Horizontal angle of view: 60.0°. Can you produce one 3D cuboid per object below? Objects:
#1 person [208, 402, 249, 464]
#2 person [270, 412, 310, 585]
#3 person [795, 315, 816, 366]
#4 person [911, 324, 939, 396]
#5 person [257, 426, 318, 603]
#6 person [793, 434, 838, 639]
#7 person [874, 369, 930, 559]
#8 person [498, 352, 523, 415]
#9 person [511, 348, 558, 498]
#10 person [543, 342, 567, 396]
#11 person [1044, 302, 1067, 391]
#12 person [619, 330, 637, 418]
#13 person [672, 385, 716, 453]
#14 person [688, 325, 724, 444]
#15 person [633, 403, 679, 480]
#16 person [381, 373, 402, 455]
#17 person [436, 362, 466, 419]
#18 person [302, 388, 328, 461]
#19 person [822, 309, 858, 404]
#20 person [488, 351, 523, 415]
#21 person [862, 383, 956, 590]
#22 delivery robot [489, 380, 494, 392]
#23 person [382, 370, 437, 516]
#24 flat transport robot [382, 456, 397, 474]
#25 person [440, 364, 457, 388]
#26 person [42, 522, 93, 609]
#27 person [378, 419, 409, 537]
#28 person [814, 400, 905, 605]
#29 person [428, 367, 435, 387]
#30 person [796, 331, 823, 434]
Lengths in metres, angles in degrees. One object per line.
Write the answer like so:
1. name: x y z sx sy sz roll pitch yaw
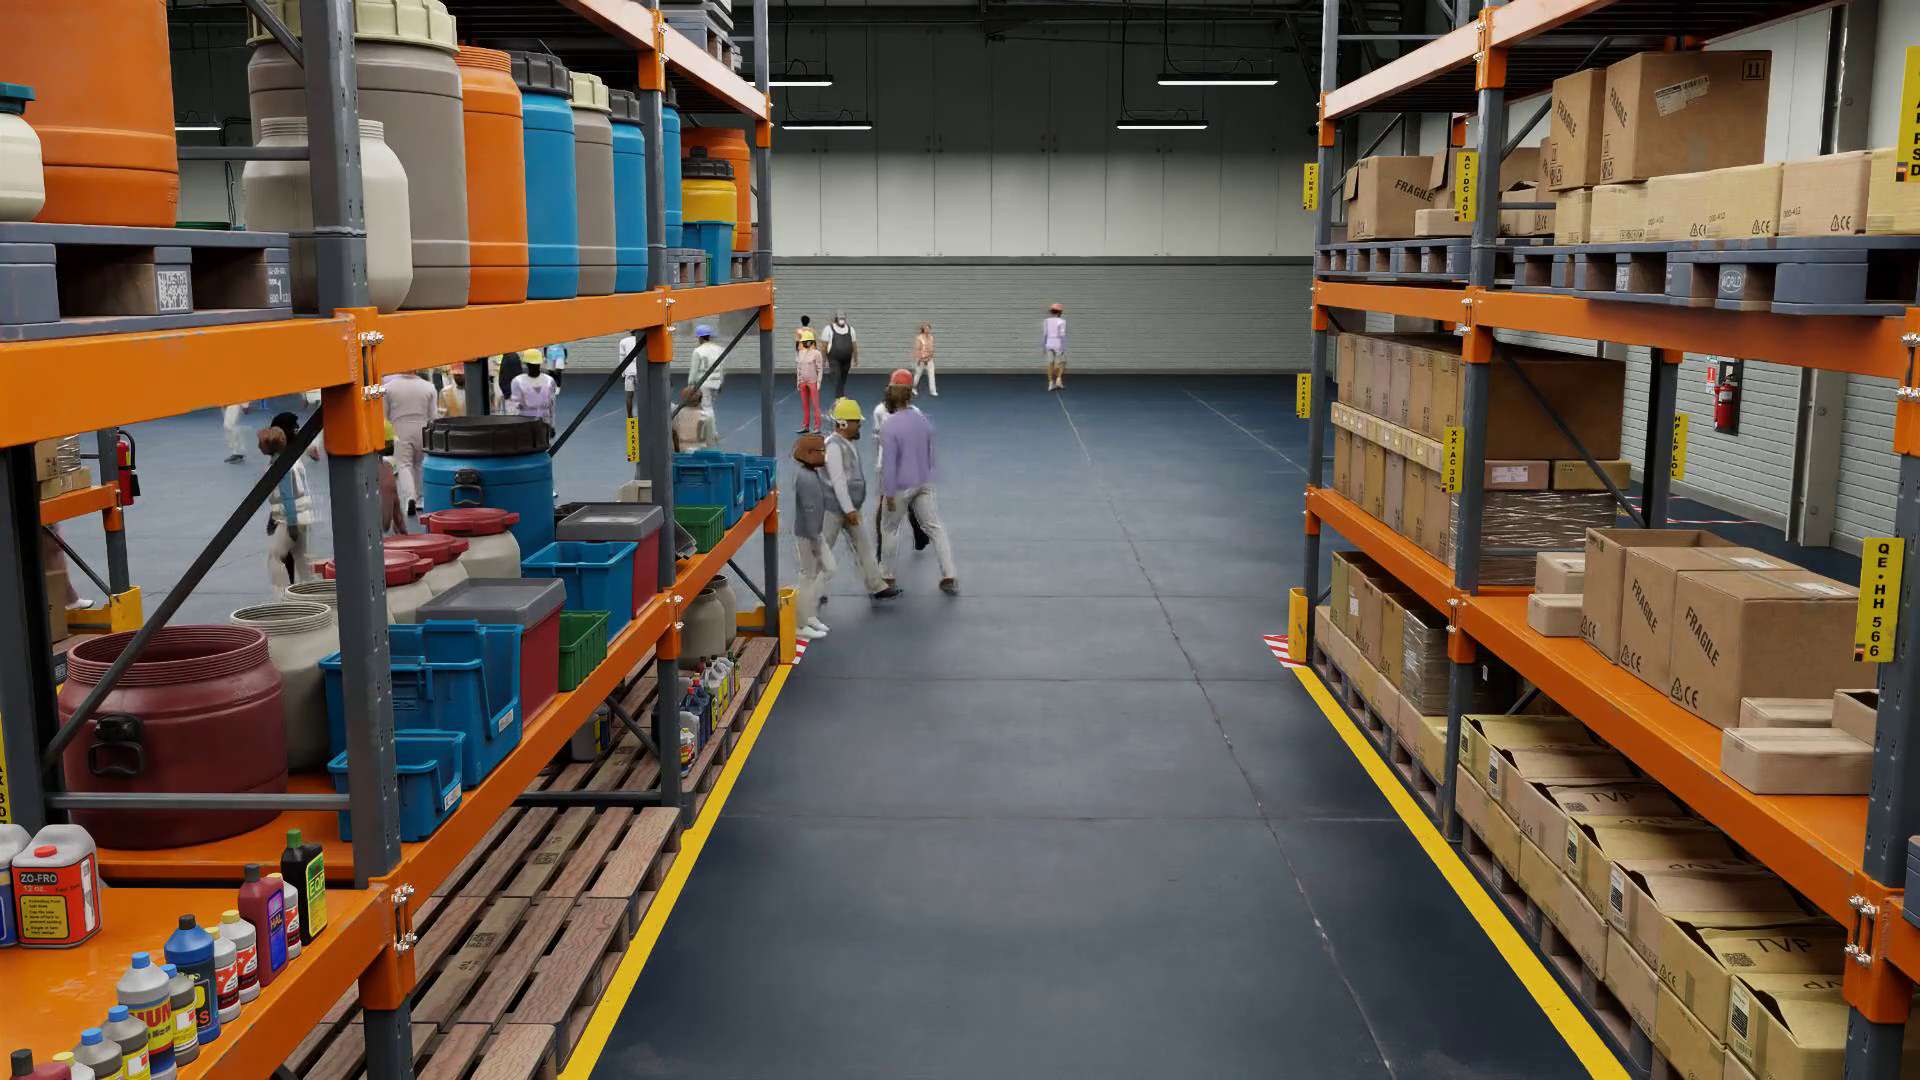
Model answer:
1. person: -10.803 -2.024 24.476 0.605 1.810 0.643 5 11 29
2. person: -5.678 -0.239 14.105 0.318 1.697 0.536 -4 10 -22
3. person: -3.698 -4.542 39.898 0.552 1.690 0.370 -4 10 -22
4. person: -0.812 -4.023 37.050 0.528 1.603 0.829 -8 12 -39
5. person: -5.570 -0.129 13.697 0.559 1.613 0.525 -3 10 -19
6. person: -1.138 -0.029 13.058 0.403 1.617 0.538 0 9 -2
7. person: -0.601 -0.774 16.734 0.566 1.880 1.001 4 10 24
8. person: -6.682 -2.143 24.669 0.421 1.984 0.618 -4 10 -23
9. person: -5.409 -1.493 21.095 0.607 1.880 1.003 -6 11 -33
10. person: -9.010 -4.081 37.148 0.535 1.677 0.551 1 10 4
11. person: 2.220 -4.469 38.458 0.605 2.024 0.533 7 12 36
12. person: -5.866 -3.022 30.064 0.547 1.934 0.376 2 10 9
13. person: -2.902 -0.858 17.999 0.537 1.625 0.388 1 10 9
14. person: -4.210 -2.533 27.149 0.701 1.925 0.638 7 12 35
15. person: -3.053 -0.782 16.931 0.521 1.846 0.708 -8 12 -38
16. person: -8.825 -2.270 25.716 0.686 1.884 0.481 -9 13 -44
17. person: -5.602 -1.104 18.697 0.559 1.886 0.963 1 10 6
18. person: -9.598 -2.147 24.922 0.611 1.907 0.946 2 10 14
19. person: -2.430 -3.765 34.324 0.705 2.000 1.021 -4 10 -24
20. person: -8.400 -3.073 30.729 0.644 1.818 0.689 -4 10 -22
21. person: -0.421 -0.469 14.991 0.888 1.886 0.650 8 13 41
22. delivery robot: -9.517 -3.159 34.081 0.698 0.223 0.335 5 11 29
23. person: -6.465 -1.238 19.587 0.640 1.872 0.889 -5 11 -28
24. flat transport robot: -8.143 -1.008 23.101 0.652 0.197 1.431 -1 9 -5
25. person: -9.287 -3.037 30.434 0.624 1.845 0.430 5 11 28
26. person: -7.717 -0.246 13.702 0.663 1.855 1.007 2 10 12
27. person: -4.460 -0.079 13.026 0.867 1.720 0.548 0 9 1
28. person: -0.989 -0.313 14.317 0.945 1.785 0.593 3 10 17
29. person: -12.402 -4.433 39.576 0.908 1.578 0.487 7 12 36
30. person: -2.615 -2.721 28.768 0.533 1.768 0.310 7 12 35
